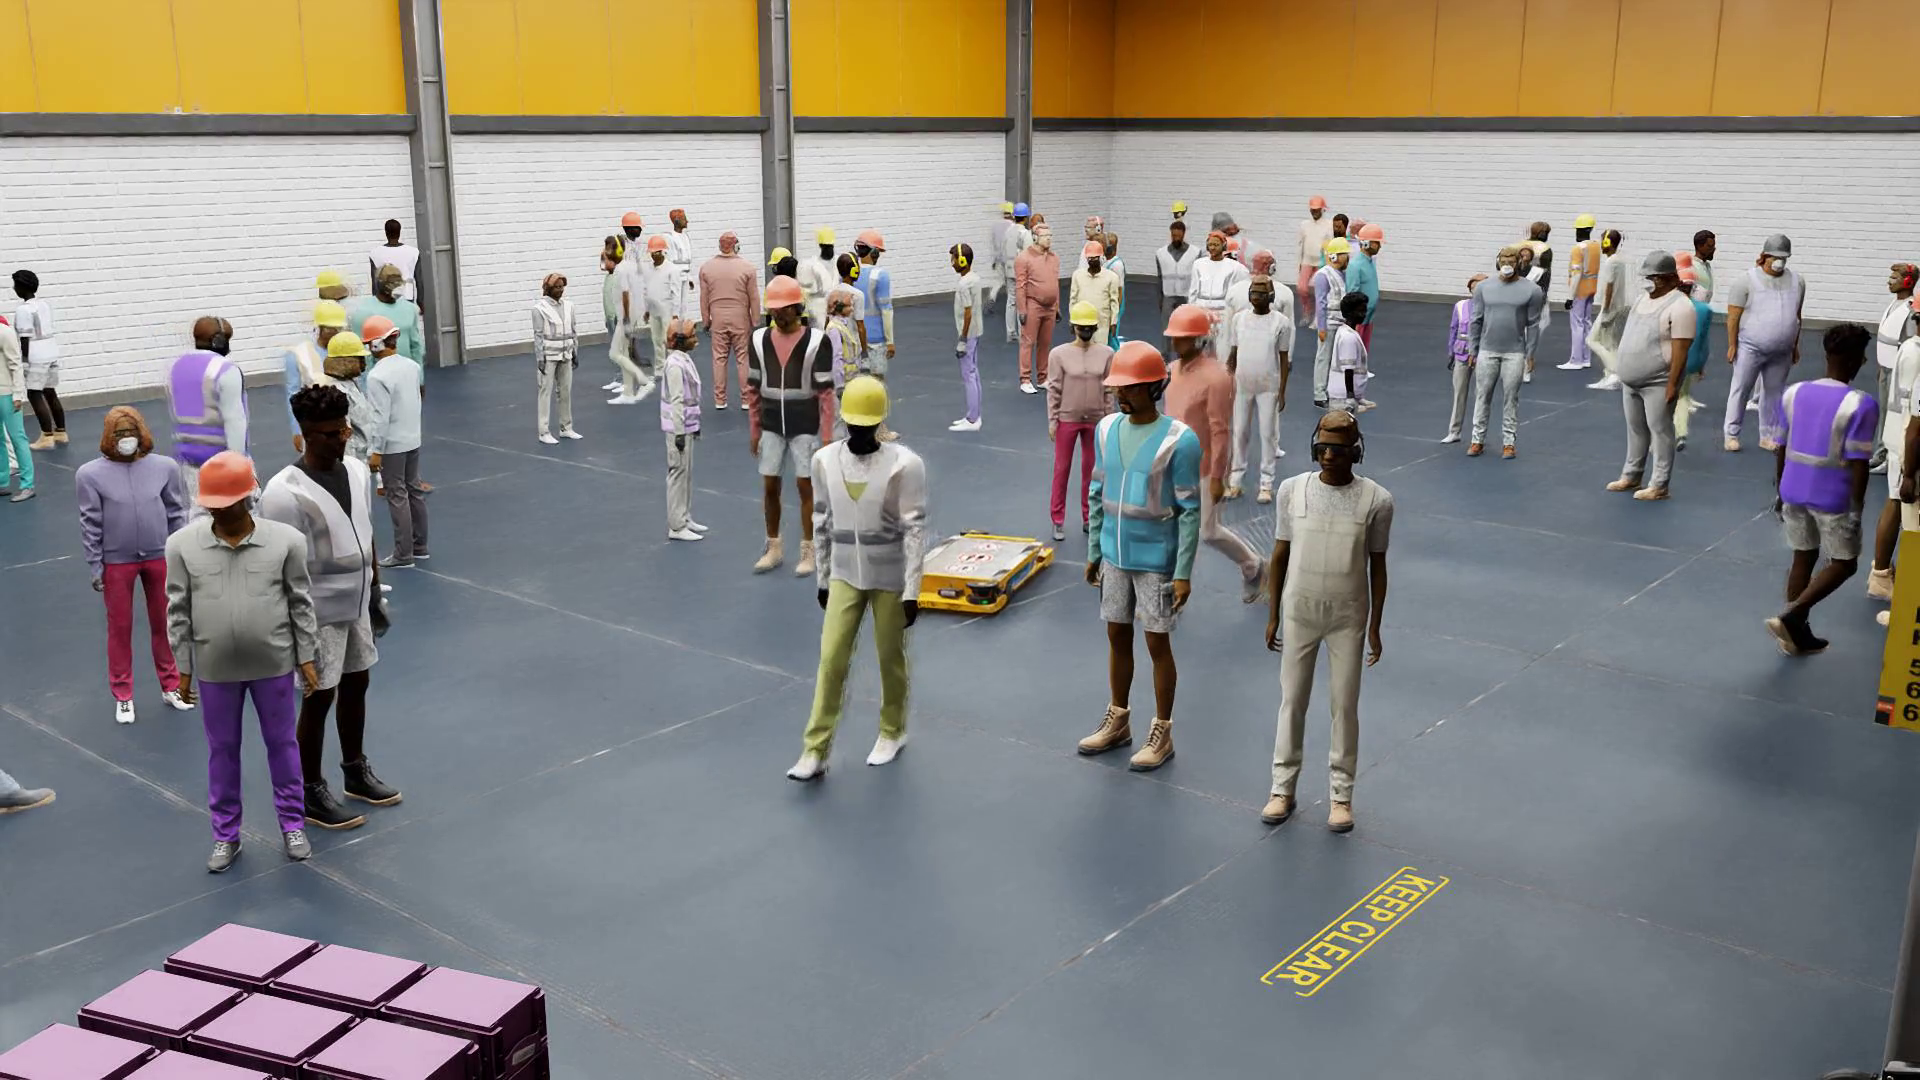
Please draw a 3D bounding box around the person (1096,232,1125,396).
[{"bbox_3d":[1.674,-2.539,18.728,0.333,1.837,0.514,-3,14,-11],"label":"person"}]

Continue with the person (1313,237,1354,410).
[{"bbox_3d":[4.029,-2.325,17.877,0.403,1.837,0.589,12,18,39],"label":"person"}]

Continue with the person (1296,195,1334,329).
[{"bbox_3d":[5.303,-4.132,24.811,0.621,1.980,0.439,9,17,31],"label":"person"}]

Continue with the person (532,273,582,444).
[{"bbox_3d":[-3.881,-1.743,15.979,0.318,1.630,0.513,9,17,32],"label":"person"}]

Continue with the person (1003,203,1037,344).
[{"bbox_3d":[0.838,-3.701,23.146,0.386,1.948,0.614,-9,17,-33],"label":"person"}]

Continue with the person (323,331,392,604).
[{"bbox_3d":[-3.850,-0.458,10.607,0.294,1.744,0.487,-3,14,-12],"label":"person"}]

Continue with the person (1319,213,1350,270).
[{"bbox_3d":[4.847,-3.192,21.205,0.592,1.913,0.393,12,18,40],"label":"person"}]

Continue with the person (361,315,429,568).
[{"bbox_3d":[-3.920,-0.678,11.484,0.337,1.742,0.562,3,14,10],"label":"person"}]

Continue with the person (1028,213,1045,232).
[{"bbox_3d":[1.195,-4.361,26.427,0.286,1.632,0.500,9,16,31],"label":"person"}]

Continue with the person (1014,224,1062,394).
[{"bbox_3d":[0.917,-2.639,18.984,0.638,1.913,0.407,-12,18,-39],"label":"person"}]

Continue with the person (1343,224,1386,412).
[{"bbox_3d":[4.290,-2.361,17.727,0.409,1.987,0.618,9,17,33],"label":"person"}]

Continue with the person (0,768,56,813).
[{"bbox_3d":[-4.467,0.360,6.940,0.627,1.958,1.017,13,19,42],"label":"person"}]

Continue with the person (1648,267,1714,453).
[{"bbox_3d":[6.575,-1.634,15.307,0.590,1.736,0.371,-1,14,-6],"label":"person"}]

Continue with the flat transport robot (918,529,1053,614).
[{"bbox_3d":[0.117,0.188,11.012,0.652,0.197,1.431,5,15,18],"label":"flat transport robot"}]

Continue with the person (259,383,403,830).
[{"bbox_3d":[-2.727,0.284,7.221,0.379,1.958,0.600,4,15,16],"label":"person"}]

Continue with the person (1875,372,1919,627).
[{"bbox_3d":[5.913,-0.457,9.999,0.685,2.000,0.535,-4,14,-14],"label":"person"}]

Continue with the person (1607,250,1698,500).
[{"bbox_3d":[5.629,-1.358,13.601,0.535,2.000,0.686,-3,14,-13],"label":"person"}]

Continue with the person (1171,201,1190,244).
[{"bbox_3d":[3.662,-4.766,27.800,0.339,1.761,0.526,-4,15,-17],"label":"person"}]

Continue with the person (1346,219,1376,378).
[{"bbox_3d":[4.767,-2.911,20.083,0.400,1.907,0.643,-11,18,-38],"label":"person"}]

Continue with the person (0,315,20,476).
[{"bbox_3d":[-8.452,-1.411,14.431,0.573,1.737,0.355,8,16,28],"label":"person"}]

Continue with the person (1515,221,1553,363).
[{"bbox_3d":[7.280,-3.135,21.156,0.460,1.823,0.624,-8,16,-28],"label":"person"}]

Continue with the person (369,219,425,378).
[{"bbox_3d":[-6.668,-2.837,19.764,0.597,1.914,0.372,-7,16,-26],"label":"person"}]

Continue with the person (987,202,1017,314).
[{"bbox_3d":[0.732,-4.529,26.776,0.596,1.798,0.783,9,17,31],"label":"person"}]

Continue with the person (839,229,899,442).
[{"bbox_3d":[-0.864,-1.959,16.009,0.605,2.038,0.390,11,18,36],"label":"person"}]

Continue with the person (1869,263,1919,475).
[{"bbox_3d":[8.166,-1.482,14.489,0.388,1.848,0.564,3,14,12],"label":"person"}]

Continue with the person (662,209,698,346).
[{"bbox_3d":[-3.835,-3.578,22.790,0.356,1.884,0.574,5,15,20],"label":"person"}]

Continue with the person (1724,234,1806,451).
[{"bbox_3d":[7.513,-1.830,15.486,0.689,2.000,0.537,0,14,1],"label":"person"}]

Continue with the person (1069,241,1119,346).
[{"bbox_3d":[1.482,-2.449,18.540,0.562,1.753,0.333,5,15,19],"label":"person"}]

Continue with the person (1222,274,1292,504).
[{"bbox_3d":[2.393,-1.215,13.423,0.506,1.847,0.343,7,16,25],"label":"person"}]

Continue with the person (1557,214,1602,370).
[{"bbox_3d":[7.724,-3.083,20.723,0.593,1.924,0.381,-12,19,-40],"label":"person"}]

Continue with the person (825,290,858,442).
[{"bbox_3d":[-1.029,-1.330,14.309,0.306,1.638,0.512,0,14,-1],"label":"person"}]

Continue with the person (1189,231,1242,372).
[{"bbox_3d":[2.778,-2.435,18.227,0.575,1.882,0.355,6,15,22],"label":"person"}]

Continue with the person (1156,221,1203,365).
[{"bbox_3d":[2.697,-2.997,20.539,0.587,1.880,0.972,4,15,14],"label":"person"}]

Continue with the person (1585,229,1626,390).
[{"bbox_3d":[7.448,-2.640,19.139,0.411,1.844,0.517,10,17,34],"label":"person"}]
